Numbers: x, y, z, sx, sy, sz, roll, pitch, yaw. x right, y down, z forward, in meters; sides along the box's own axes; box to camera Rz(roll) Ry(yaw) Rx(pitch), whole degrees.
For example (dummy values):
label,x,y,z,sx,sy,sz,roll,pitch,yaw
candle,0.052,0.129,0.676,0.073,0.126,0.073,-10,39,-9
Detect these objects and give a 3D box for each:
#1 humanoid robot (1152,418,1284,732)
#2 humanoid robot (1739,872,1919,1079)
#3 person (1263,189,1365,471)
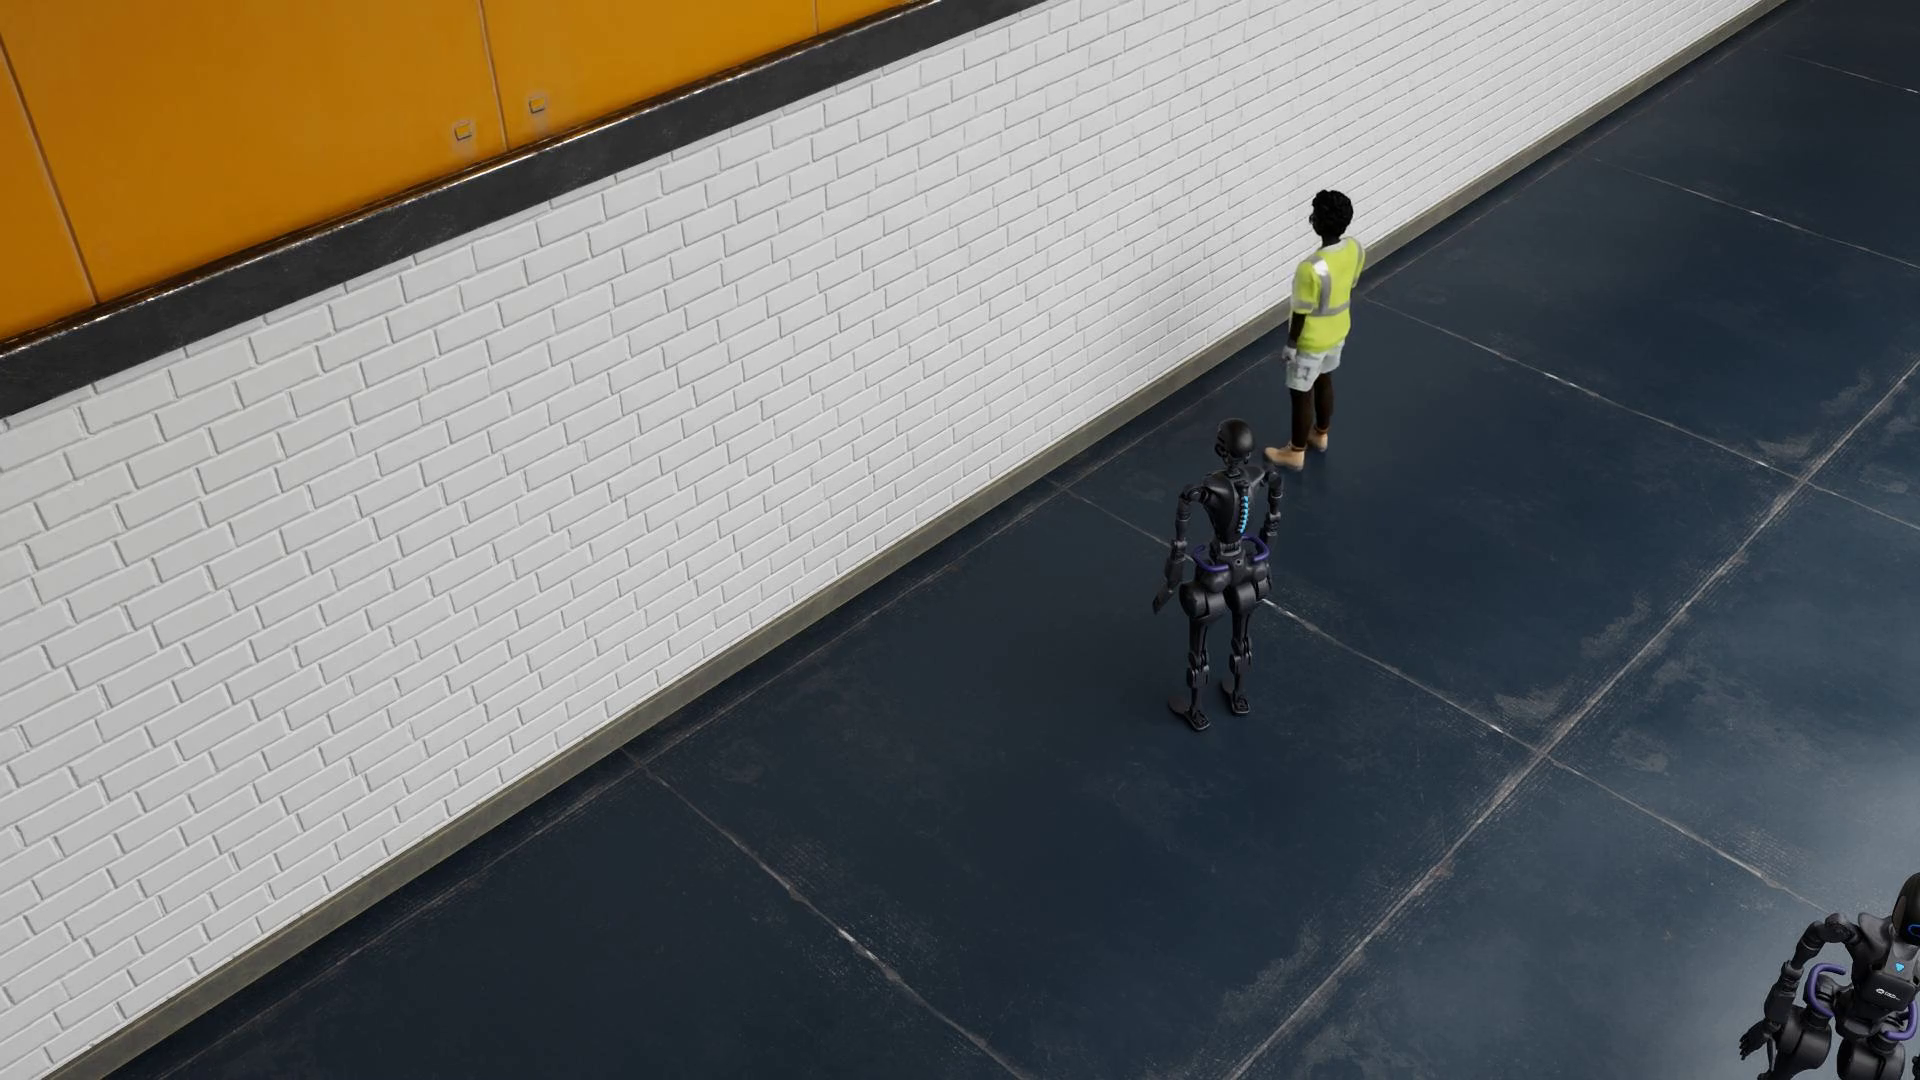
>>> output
label,x,y,z,sx,sy,sz,roll,pitch,yaw
humanoid robot,1.186,0.161,7.580,0.599,1.657,0.315,-13,41,-16
humanoid robot,3.020,1.701,5.654,0.599,1.657,0.315,17,42,20
person,1.976,-1.147,9.214,0.315,1.690,0.539,30,48,32
